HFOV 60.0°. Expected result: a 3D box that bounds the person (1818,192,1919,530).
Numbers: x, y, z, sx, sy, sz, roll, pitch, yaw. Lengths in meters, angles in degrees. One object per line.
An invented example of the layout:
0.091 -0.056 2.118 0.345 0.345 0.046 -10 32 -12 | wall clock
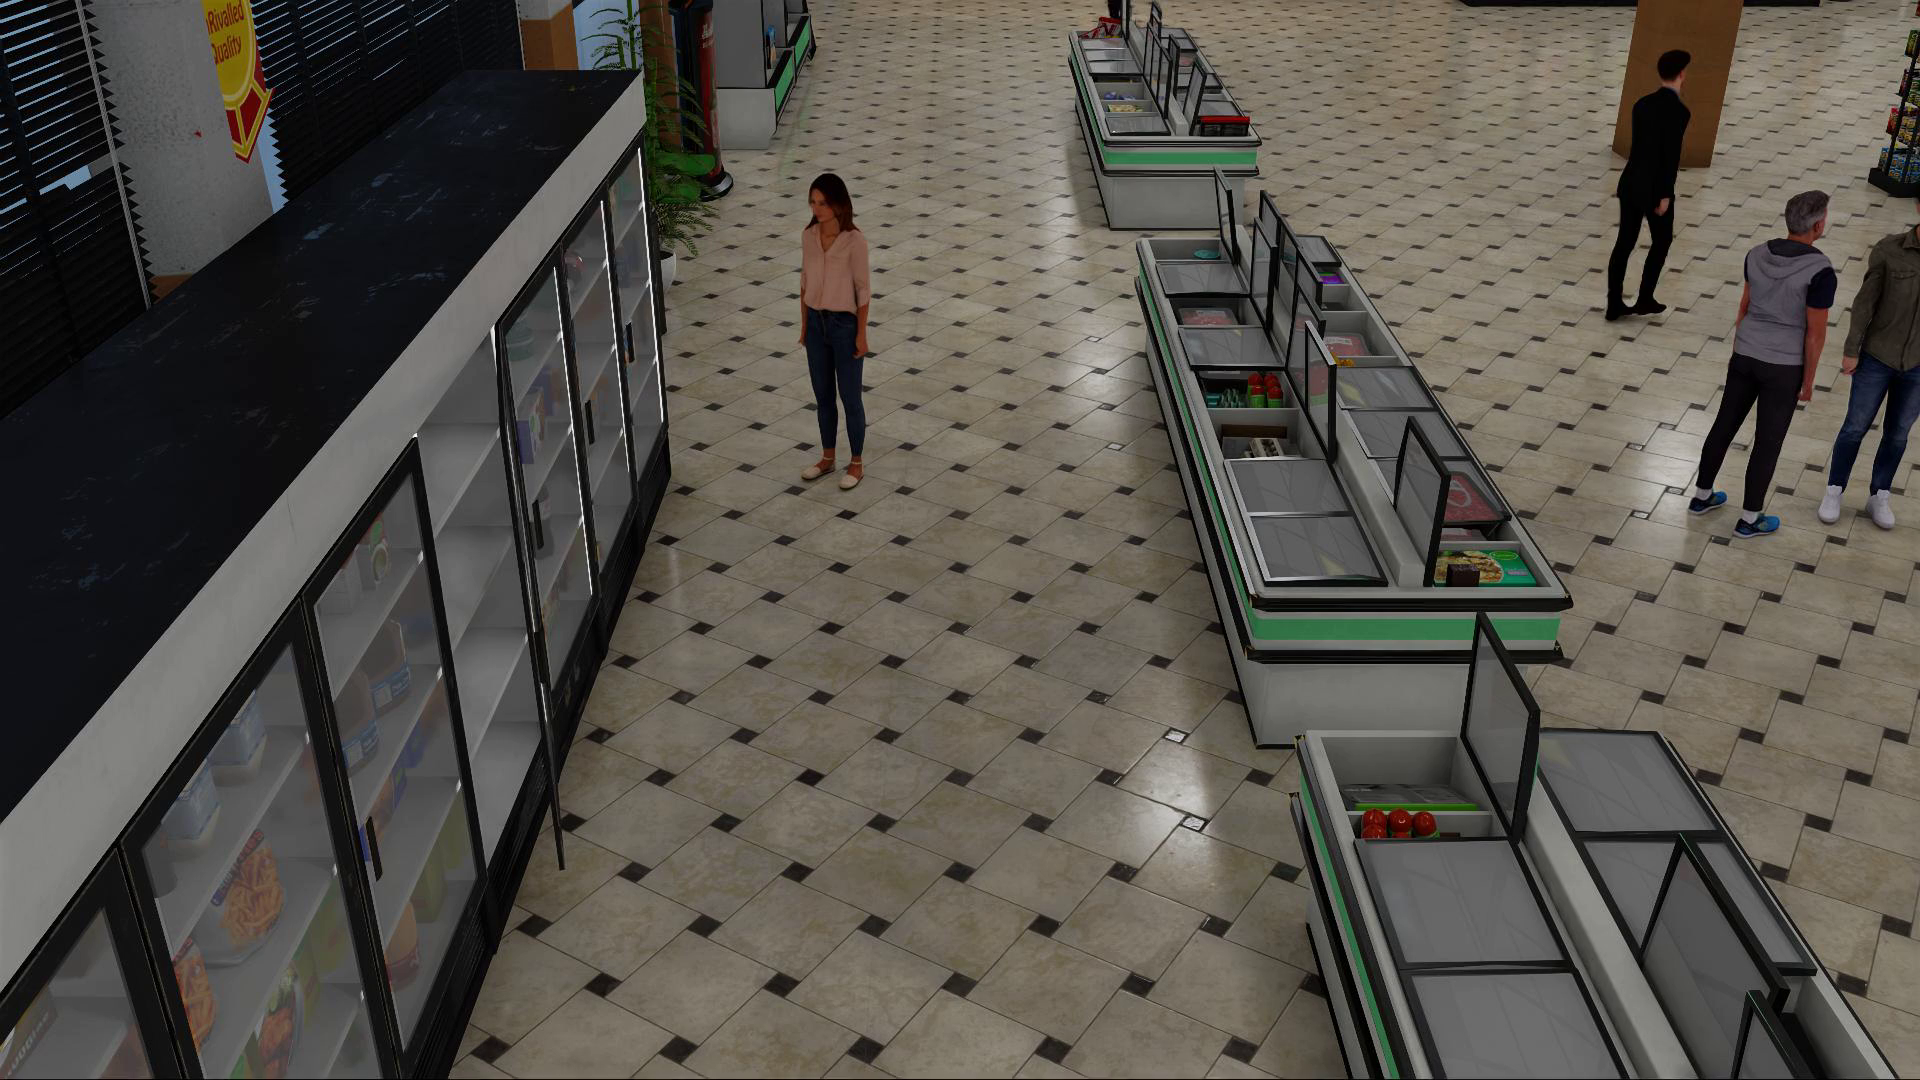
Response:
4.943 -0.979 8.763 0.765 1.866 0.682 7 28 14 | person

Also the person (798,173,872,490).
-0.685 -1.159 9.204 0.671 1.788 0.680 15 30 26 | person

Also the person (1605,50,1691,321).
4.791 -2.448 11.677 0.900 1.851 0.813 -8 28 -16 | person

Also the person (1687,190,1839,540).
4.210 -0.918 8.692 0.815 1.822 0.665 -13 30 -23 | person
